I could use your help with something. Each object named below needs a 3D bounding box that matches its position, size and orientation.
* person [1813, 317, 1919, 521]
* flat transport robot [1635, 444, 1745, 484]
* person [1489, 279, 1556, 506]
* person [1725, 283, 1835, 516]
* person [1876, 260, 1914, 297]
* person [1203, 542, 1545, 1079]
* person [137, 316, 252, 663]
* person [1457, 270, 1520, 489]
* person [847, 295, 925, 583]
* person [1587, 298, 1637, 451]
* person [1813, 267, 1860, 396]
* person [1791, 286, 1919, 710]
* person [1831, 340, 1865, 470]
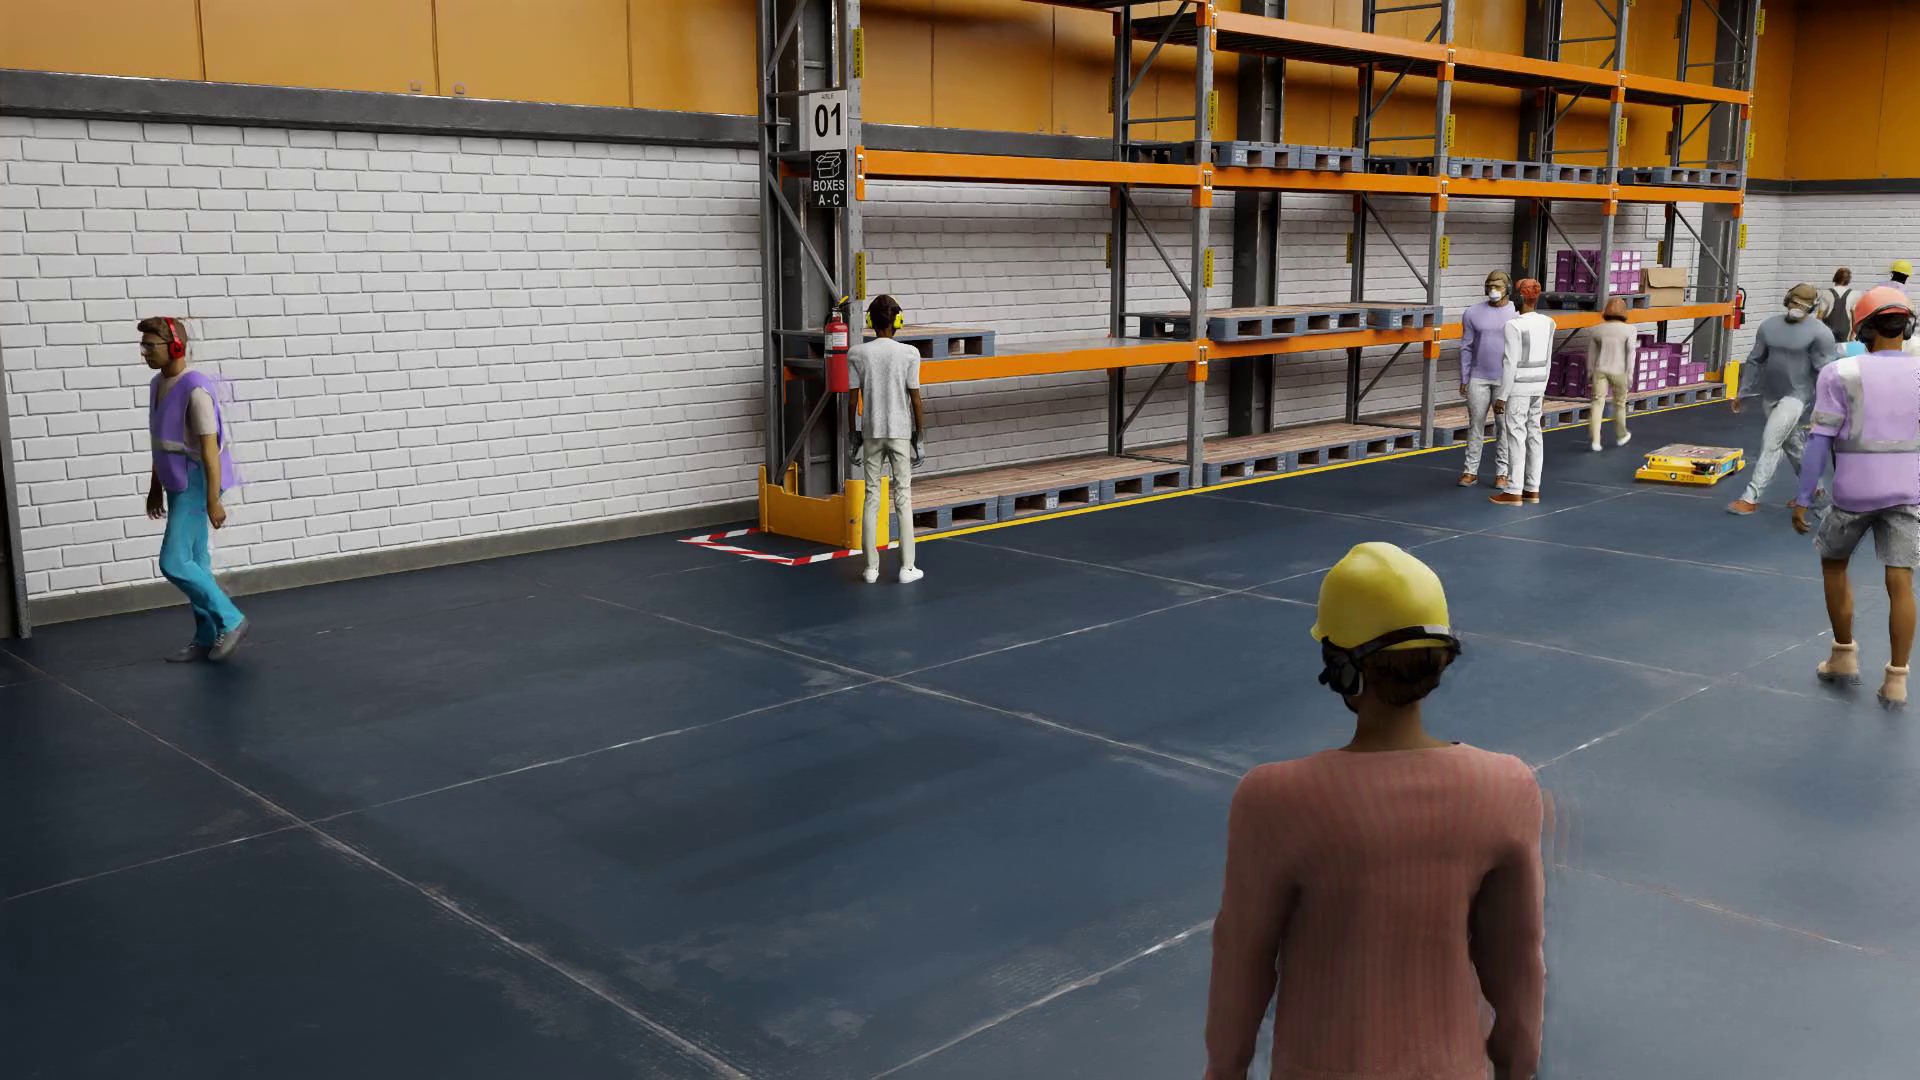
[{"bbox_3d":[6.898,-0.949,12.594,0.896,1.784,0.605,-1,10,-5],"label":"person"},{"bbox_3d":[6.830,-0.722,15.510,0.652,0.197,1.431,7,13,35],"label":"flat transport robot"},{"bbox_3d":[4.684,-1.225,13.857,0.573,1.883,0.355,-7,13,-34],"label":"person"},{"bbox_3d":[6.690,-1.132,13.399,1.049,1.870,0.658,-4,11,-20],"label":"person"},{"bbox_3d":[13.065,-2.982,23.386,0.525,1.898,0.607,-3,11,-17],"label":"person"},{"bbox_3d":[0.668,0.877,2.746,0.525,1.752,0.455,-3,11,-15],"label":"person"},{"bbox_3d":[-4.033,-0.247,8.673,0.446,1.831,0.586,-9,14,-40],"label":"person"},{"bbox_3d":[4.741,-1.419,14.763,0.629,1.940,0.376,6,12,29],"label":"person"},{"bbox_3d":[-0.475,-0.645,10.747,0.512,1.865,0.329,1,10,7],"label":"person"},{"bbox_3d":[6.830,-1.738,17.442,0.526,1.579,0.864,8,13,38],"label":"person"},{"bbox_3d":[12.084,-2.855,22.990,0.572,1.810,0.780,3,11,17],"label":"person"},{"bbox_3d":[4.434,-0.220,8.071,0.759,1.986,0.791,2,11,12],"label":"person"},{"bbox_3d":[7.295,-1.054,13.514,0.532,1.666,0.778,4,11,20],"label":"person"}]
